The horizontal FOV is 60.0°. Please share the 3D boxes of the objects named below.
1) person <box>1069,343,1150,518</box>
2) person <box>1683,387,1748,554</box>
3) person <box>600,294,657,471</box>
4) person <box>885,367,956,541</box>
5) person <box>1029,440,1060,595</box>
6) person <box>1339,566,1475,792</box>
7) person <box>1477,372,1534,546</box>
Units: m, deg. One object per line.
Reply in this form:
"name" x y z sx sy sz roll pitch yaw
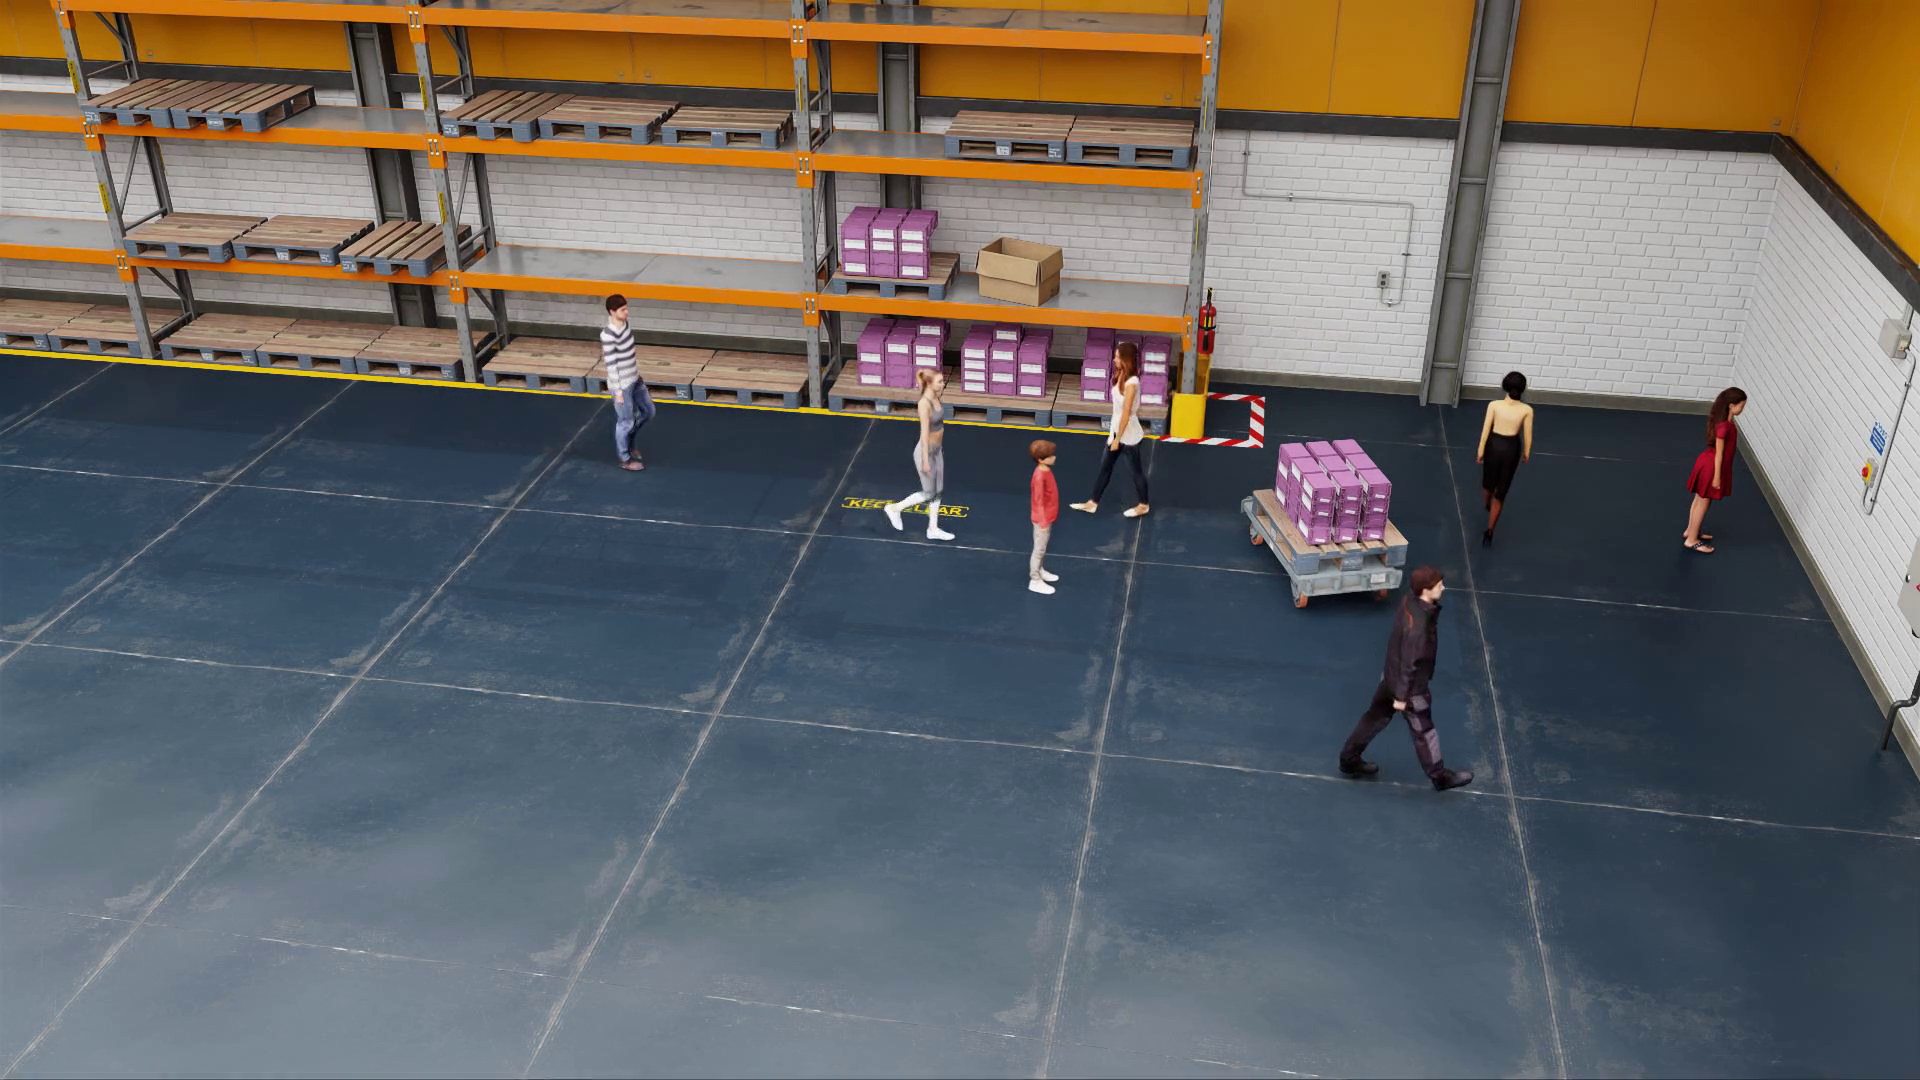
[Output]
"person" 1.634 -0.989 15.454 1.076 1.756 0.845 -6 29 -12
"person" 6.819 -0.663 15.065 0.641 1.557 0.578 10 30 17
"person" -3.395 -1.563 16.422 0.692 1.837 0.703 8 30 15
"person" -0.360 -0.779 15.140 0.903 1.688 0.642 10 30 18
"person" 0.712 -0.224 14.407 0.482 1.417 0.513 5 29 10
"person" 3.062 0.999 11.779 1.167 1.785 0.784 3 29 6
"person" 4.905 -0.709 15.085 0.988 1.617 0.794 10 30 18
